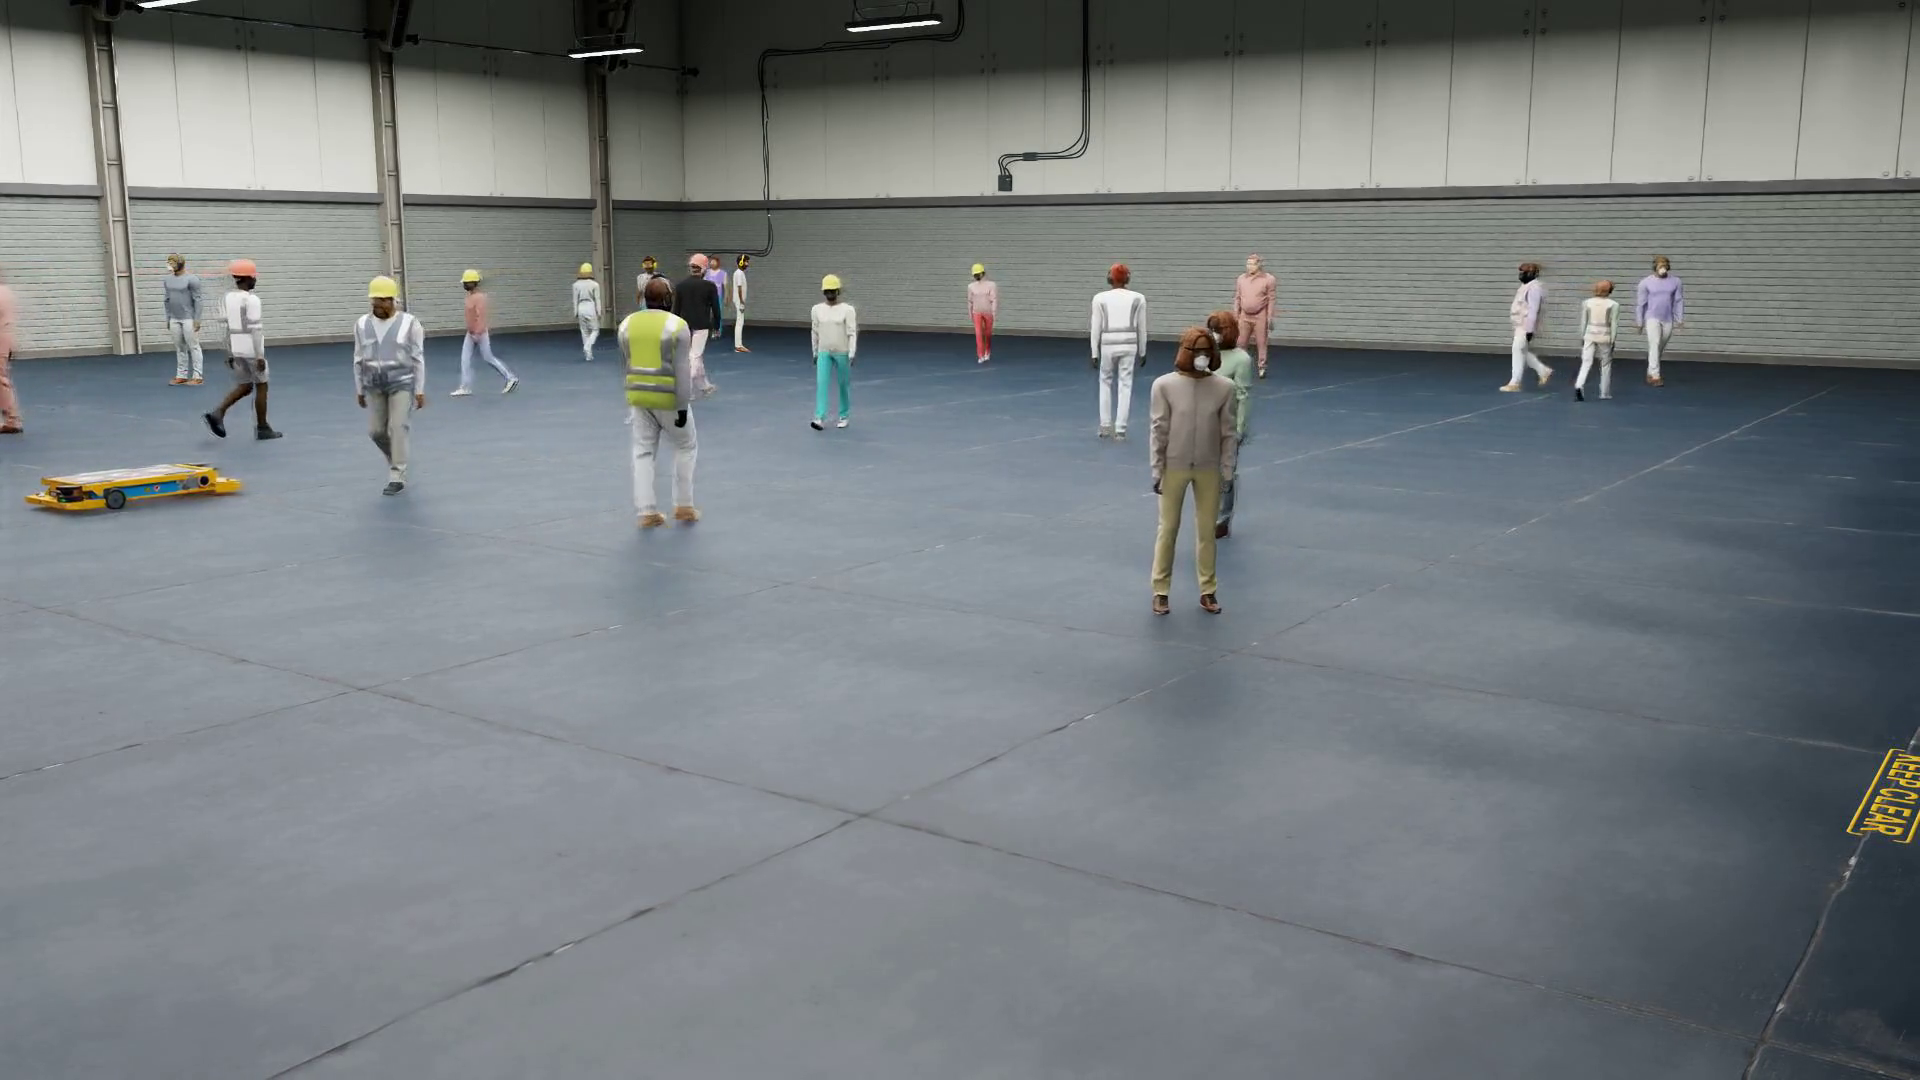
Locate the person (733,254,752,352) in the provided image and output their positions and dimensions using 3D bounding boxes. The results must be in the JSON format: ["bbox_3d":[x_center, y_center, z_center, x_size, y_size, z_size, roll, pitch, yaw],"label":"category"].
[{"bbox_3d":[-4.187,-4.536,31.894,0.336,1.865,0.521,-2,10,-9],"label":"person"}]

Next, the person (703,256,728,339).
[{"bbox_3d":[-5.327,-5.300,36.318,0.573,1.817,0.831,4,11,19],"label":"person"}]

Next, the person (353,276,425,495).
[{"bbox_3d":[-4.754,-1.298,13.911,0.594,1.815,0.600,1,10,4],"label":"person"}]

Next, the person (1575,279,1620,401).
[{"bbox_3d":[8.404,-2.635,21.944,0.513,1.614,0.774,9,13,40],"label":"person"}]

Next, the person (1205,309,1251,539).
[{"bbox_3d":[1.800,-0.805,11.652,0.345,1.618,0.533,-9,13,-41],"label":"person"}]

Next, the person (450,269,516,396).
[{"bbox_3d":[-6.571,-2.850,22.842,0.881,1.728,0.529,-8,13,-38],"label":"person"}]

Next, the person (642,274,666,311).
[{"bbox_3d":[-4.147,-2.860,23.097,0.871,1.648,0.544,-9,13,-40],"label":"person"}]

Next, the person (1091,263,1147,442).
[{"bbox_3d":[1.684,-1.993,17.639,0.600,1.855,0.776,0,10,3],"label":"person"}]

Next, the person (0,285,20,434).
[{"bbox_3d":[-10.662,-2.086,18.081,0.704,1.887,0.679,-3,10,-14],"label":"person"}]

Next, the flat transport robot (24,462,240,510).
[{"bbox_3d":[-6.673,-0.445,13.439,0.652,0.197,1.431,7,12,35],"label":"flat transport robot"}]

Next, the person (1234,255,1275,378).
[{"bbox_3d":[4.525,-3.431,25.664,0.640,1.885,0.507,6,12,32],"label":"person"}]

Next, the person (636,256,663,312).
[{"bbox_3d":[-5.369,-3.994,28.887,0.536,1.861,0.359,0,10,0],"label":"person"}]

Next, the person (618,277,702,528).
[{"bbox_3d":[-2.186,-1.014,12.274,0.630,1.820,0.636,4,11,20],"label":"person"}]

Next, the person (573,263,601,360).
[{"bbox_3d":[-6.605,-4.032,29.449,0.503,1.729,0.601,2,10,9],"label":"person"}]

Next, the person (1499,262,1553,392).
[{"bbox_3d":[7.970,-2.983,23.309,0.655,1.822,0.642,2,10,11],"label":"person"}]

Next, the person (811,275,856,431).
[{"bbox_3d":[-1.416,-2.074,18.487,0.547,1.712,0.895,2,10,12],"label":"person"}]

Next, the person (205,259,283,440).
[{"bbox_3d":[-7.536,-1.981,17.438,0.549,1.919,0.717,7,12,34],"label":"person"}]

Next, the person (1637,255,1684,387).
[{"bbox_3d":[10.264,-3.231,24.467,0.628,1.911,0.952,0,10,1],"label":"person"}]

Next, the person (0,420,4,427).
[{"bbox_3d":[-10.053,-1.859,16.872,0.616,1.871,0.447,5,11,27],"label":"person"}]

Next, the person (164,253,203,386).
[{"bbox_3d":[-11.320,-3.209,24.259,0.628,1.936,0.375,4,11,20],"label":"person"}]

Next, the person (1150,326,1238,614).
[{"bbox_3d":[1.302,-0.381,9.311,0.498,1.626,0.305,-1,10,-5],"label":"person"}]

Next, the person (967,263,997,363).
[{"bbox_3d":[0.399,-3.985,29.165,0.529,1.728,0.791,1,10,7],"label":"person"}]

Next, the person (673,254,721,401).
[{"bbox_3d":[-3.492,-2.827,22.147,0.612,1.925,1.044,4,11,23],"label":"person"}]
